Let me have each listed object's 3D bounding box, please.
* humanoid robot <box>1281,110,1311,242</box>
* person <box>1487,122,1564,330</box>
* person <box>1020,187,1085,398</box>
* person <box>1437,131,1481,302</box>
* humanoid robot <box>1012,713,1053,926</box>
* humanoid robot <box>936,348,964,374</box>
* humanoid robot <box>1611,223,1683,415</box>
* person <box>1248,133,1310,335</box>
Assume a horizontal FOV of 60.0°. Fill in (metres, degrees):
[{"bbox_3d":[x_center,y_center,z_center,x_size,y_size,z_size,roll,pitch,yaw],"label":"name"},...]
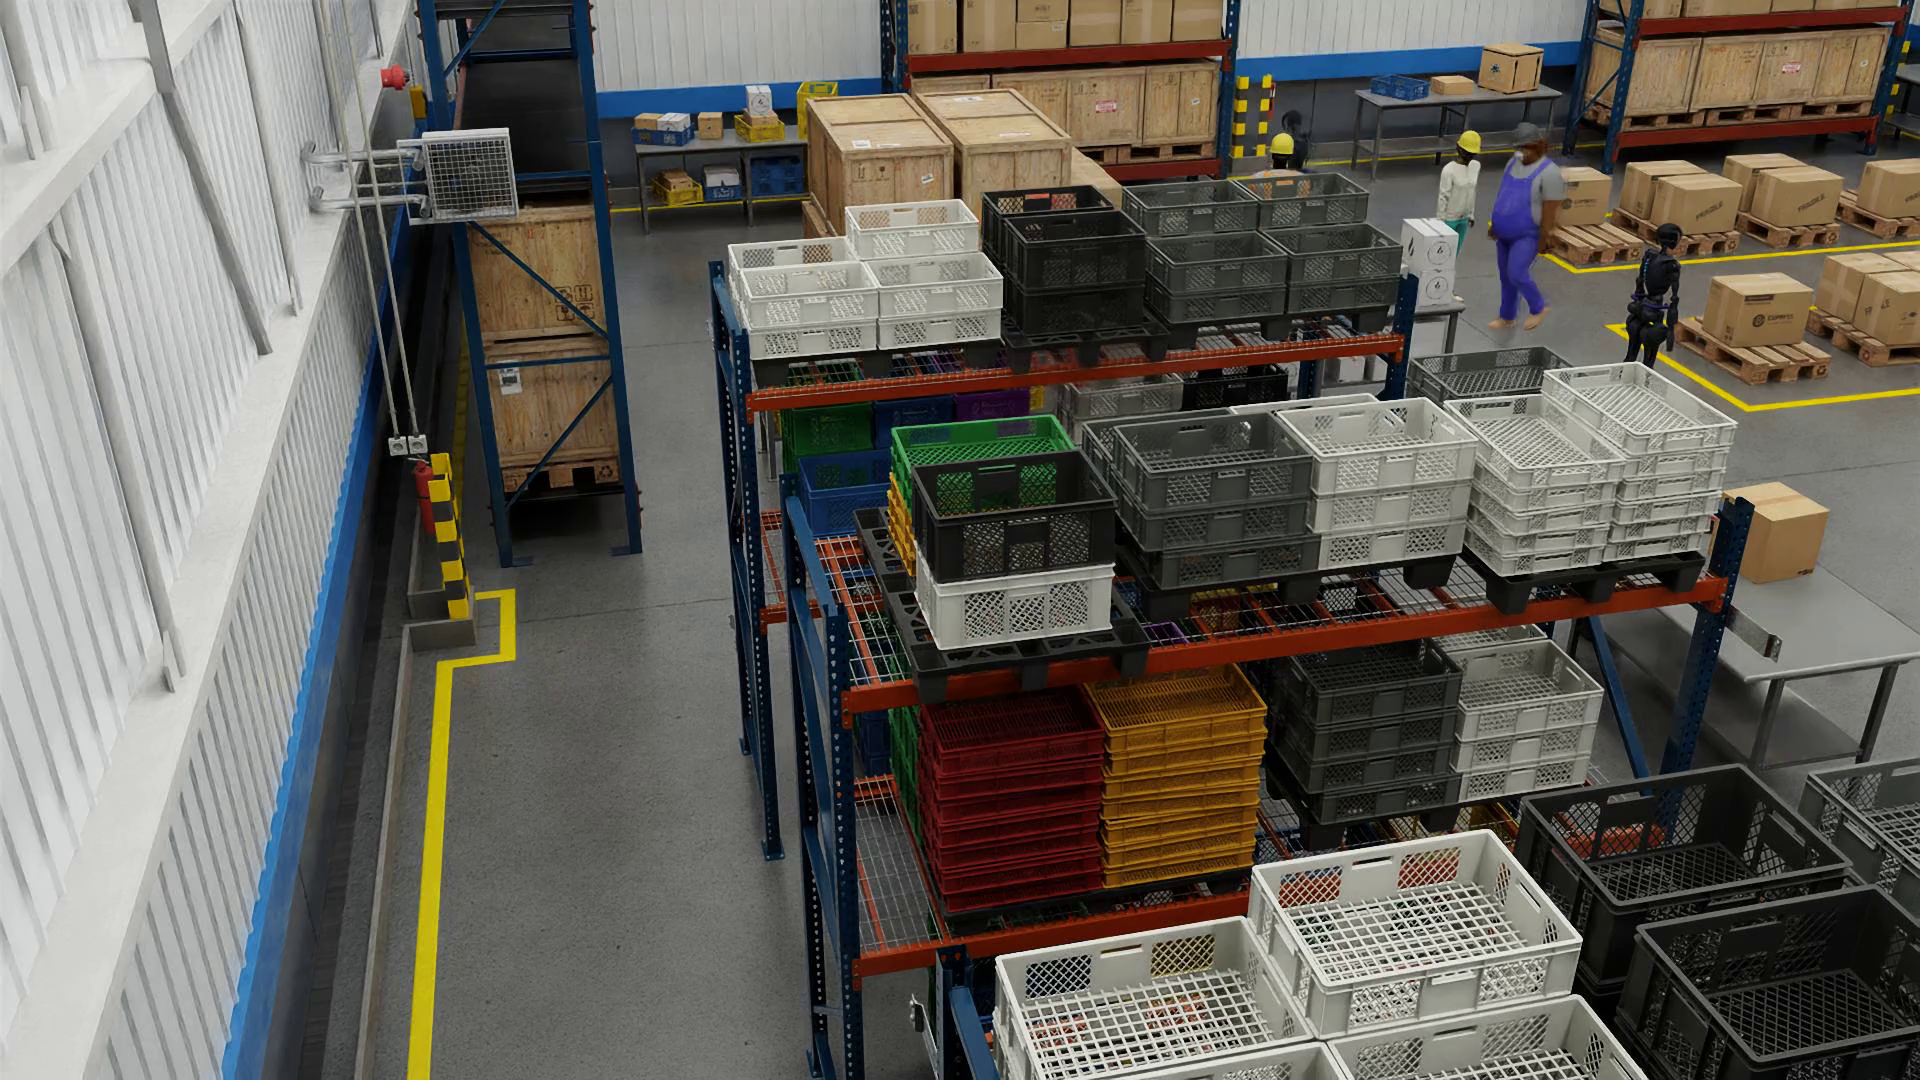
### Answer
[{"bbox_3d":[3.527,-3.729,17.625,0.480,1.636,0.585,7,29,12],"label":"humanoid robot"},{"bbox_3d":[5.301,-2.979,15.800,0.541,2.000,0.705,-10,30,-19],"label":"person"},{"bbox_3d":[0.723,-2.021,14.076,0.810,1.943,0.684,9,29,17],"label":"person"},{"bbox_3d":[4.924,-3.187,16.493,0.525,1.760,0.334,-17,32,-29],"label":"person"},{"bbox_3d":[0.354,1.254,8.179,0.619,1.649,0.376,7,29,14],"label":"humanoid robot"},{"bbox_3d":[-0.076,-0.735,11.915,0.309,1.657,0.611,5,28,9],"label":"humanoid robot"},{"bbox_3d":[5.854,-1.873,14.077,0.326,1.656,0.591,-6,28,-12],"label":"humanoid robot"},{"bbox_3d":[2.970,-2.879,15.732,0.586,1.927,0.367,0,28,1],"label":"person"}]
